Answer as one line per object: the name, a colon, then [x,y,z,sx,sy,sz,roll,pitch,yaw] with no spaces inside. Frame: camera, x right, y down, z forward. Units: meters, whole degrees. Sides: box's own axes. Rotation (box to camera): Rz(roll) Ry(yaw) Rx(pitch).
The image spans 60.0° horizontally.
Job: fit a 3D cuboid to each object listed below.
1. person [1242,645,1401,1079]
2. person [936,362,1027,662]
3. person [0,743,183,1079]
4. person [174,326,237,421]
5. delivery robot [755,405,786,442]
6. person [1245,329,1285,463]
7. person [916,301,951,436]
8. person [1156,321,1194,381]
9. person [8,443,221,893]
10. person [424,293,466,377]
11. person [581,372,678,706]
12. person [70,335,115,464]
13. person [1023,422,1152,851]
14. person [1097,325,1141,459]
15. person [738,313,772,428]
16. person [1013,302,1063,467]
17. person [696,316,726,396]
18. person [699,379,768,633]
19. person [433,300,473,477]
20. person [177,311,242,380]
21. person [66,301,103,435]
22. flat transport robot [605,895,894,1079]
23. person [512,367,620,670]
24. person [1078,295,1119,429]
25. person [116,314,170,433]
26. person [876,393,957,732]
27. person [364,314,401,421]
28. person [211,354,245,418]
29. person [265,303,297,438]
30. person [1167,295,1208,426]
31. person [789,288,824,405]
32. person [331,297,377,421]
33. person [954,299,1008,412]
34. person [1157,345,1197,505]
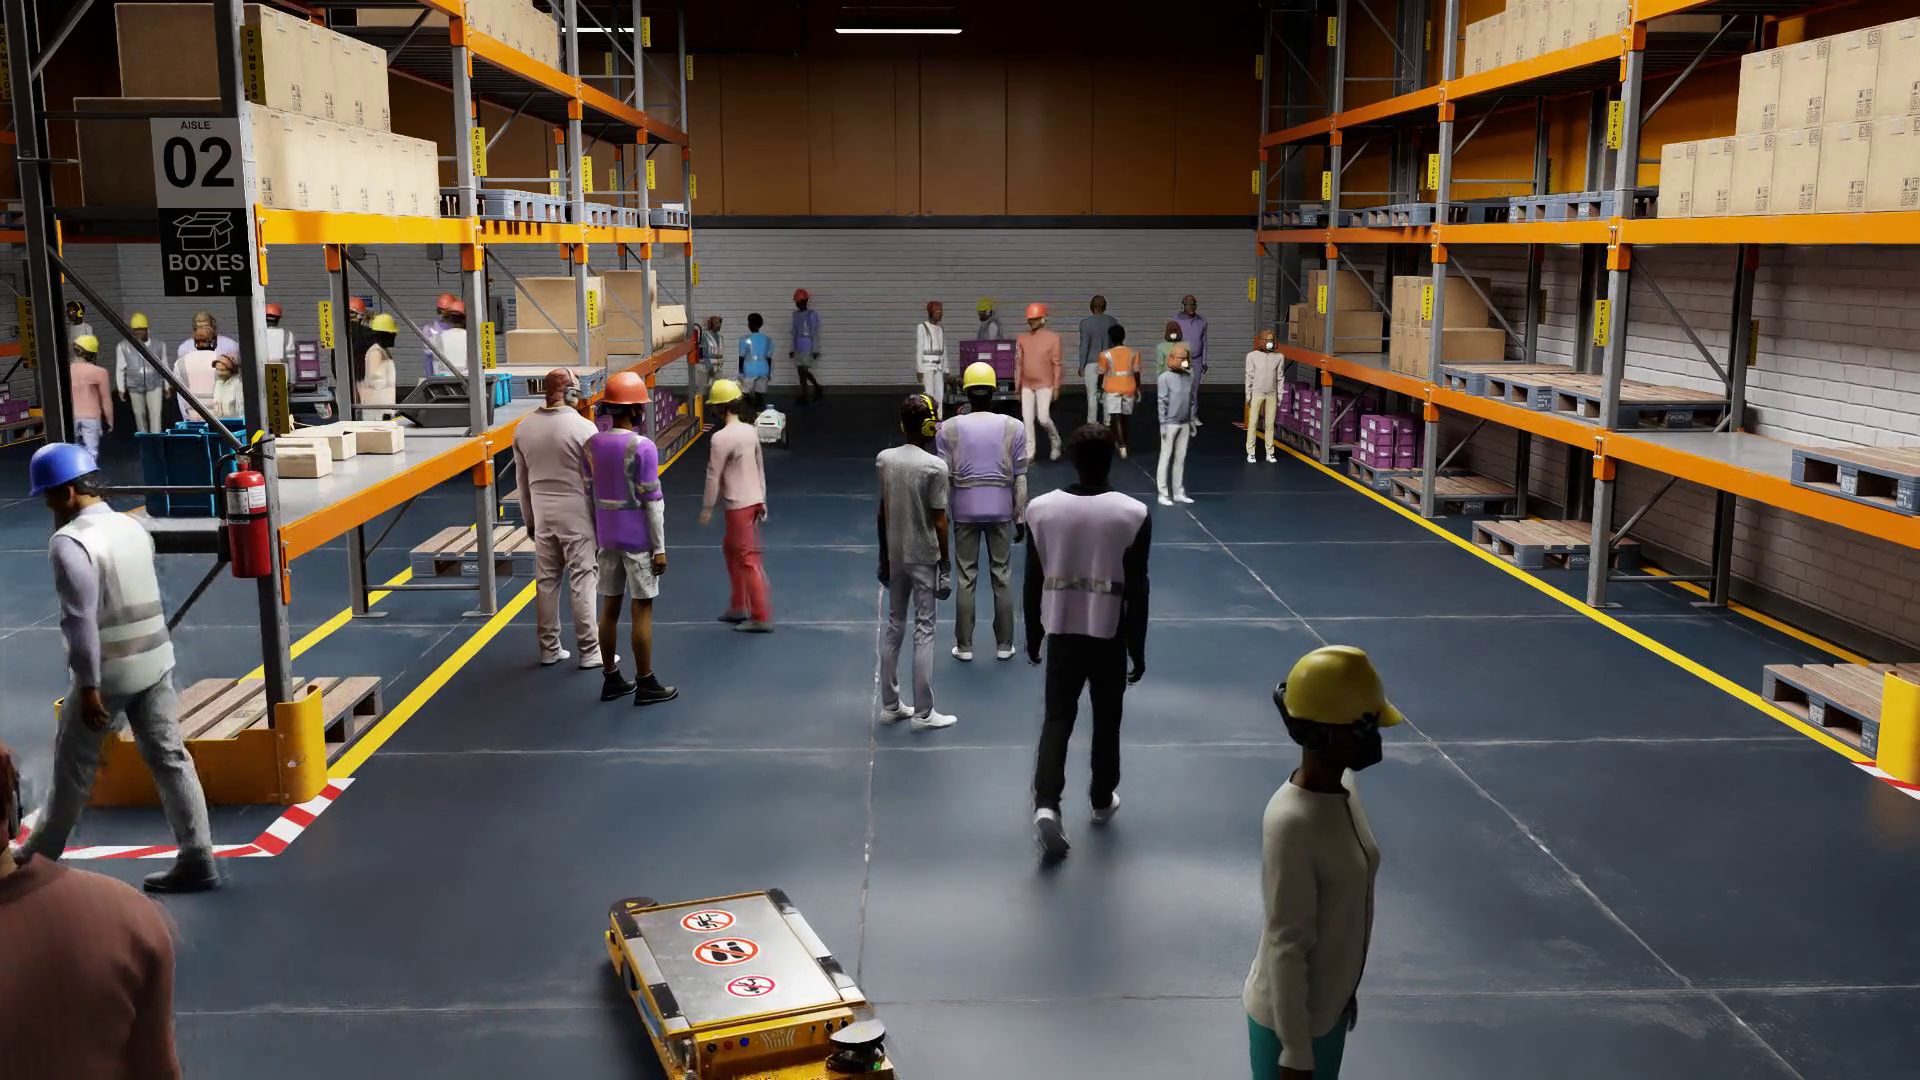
person: [0.842,1.110,3.927,0.321,1.769,0.523,5,11,25]
person: [0.134,-0.172,10.633,0.585,1.923,0.376,-1,10,-4]
person: [-1.718,1.246,2.966,1.027,1.847,0.638,6,12,29]
person: [-7.503,-1.219,16.701,0.625,1.841,0.429,0,10,-3]
delivery robot: [-2.475,-1.524,21.717,0.477,0.478,0.707,0,10,0]
person: [3.702,-1.747,20.238,0.497,1.629,0.277,-2,10,-9]
person: [-0.351,-2.343,22.865,0.445,1.872,0.630,8,13,36]
person: [2.916,-2.176,22.647,0.518,1.613,0.413,-1,10,-4]
person: [-3.549,0.544,6.806,0.999,1.862,0.669,1,10,7]
person: [-6.450,-2.104,21.085,0.605,2.035,0.399,-5,11,-27]
person: [-1.919,-0.004,9.658,0.547,1.938,0.359,6,12,29]
person: [-8.983,-1.233,17.071,0.543,1.726,0.470,-2,10,-10]
person: [0.541,0.423,7.445,0.599,1.888,0.877,3,11,17]
person: [1.969,-1.851,20.721,0.546,1.640,0.905,-2,10,-9]
person: [-2.856,-2.355,23.449,0.548,1.682,0.520,-8,13,-39]
person: [0.949,-1.862,19.915,0.622,1.980,0.546,6,12,32]
person: [-3.721,-2.529,24.689,0.869,1.596,0.516,6,12,32]
person: [-1.576,-0.227,11.446,0.639,1.741,0.541,3,11,18]
person: [-5.727,-1.741,19.131,0.612,2.019,0.606,0,10,0]
person: [-8.304,-1.581,18.483,0.644,1.923,0.521,-4,11,-21]
person: [-12.113,-2.352,22.928,0.531,1.871,0.322,6,12,29]
flat transport robot: [-0.772,1.535,5.723,0.652,0.197,1.431,-4,11,-21]
person: [-2.468,-0.132,10.474,0.639,1.902,0.407,4,11,22]
person: [1.938,-2.471,23.395,0.635,1.939,0.366,-5,12,-28]
person: [-10.257,-1.941,20.897,0.612,1.780,0.946,-5,11,-25]
person: [-0.250,0.125,9.163,0.521,1.861,0.317,8,13,38]
person: [-6.167,-1.460,17.823,0.442,1.910,0.622,-2,10,-12]
person: [-6.997,-0.969,15.922,0.520,1.615,0.609,5,11,24]
person: [-8.830,-2.081,21.360,0.566,1.893,0.910,-6,12,-28]
person: [3.322,-2.603,24.223,0.641,1.908,0.407,-3,11,-18]
person: [-2.562,-3.165,27.330,0.457,1.921,0.554,-10,14,-43]
person: [-7.516,-2.029,20.775,0.621,1.992,0.397,1,10,8]
person: [0.340,-2.871,26.044,0.908,1.782,0.603,-2,10,-13]
person: [2.218,-1.175,17.032,0.506,1.633,0.271,-7,12,-34]
